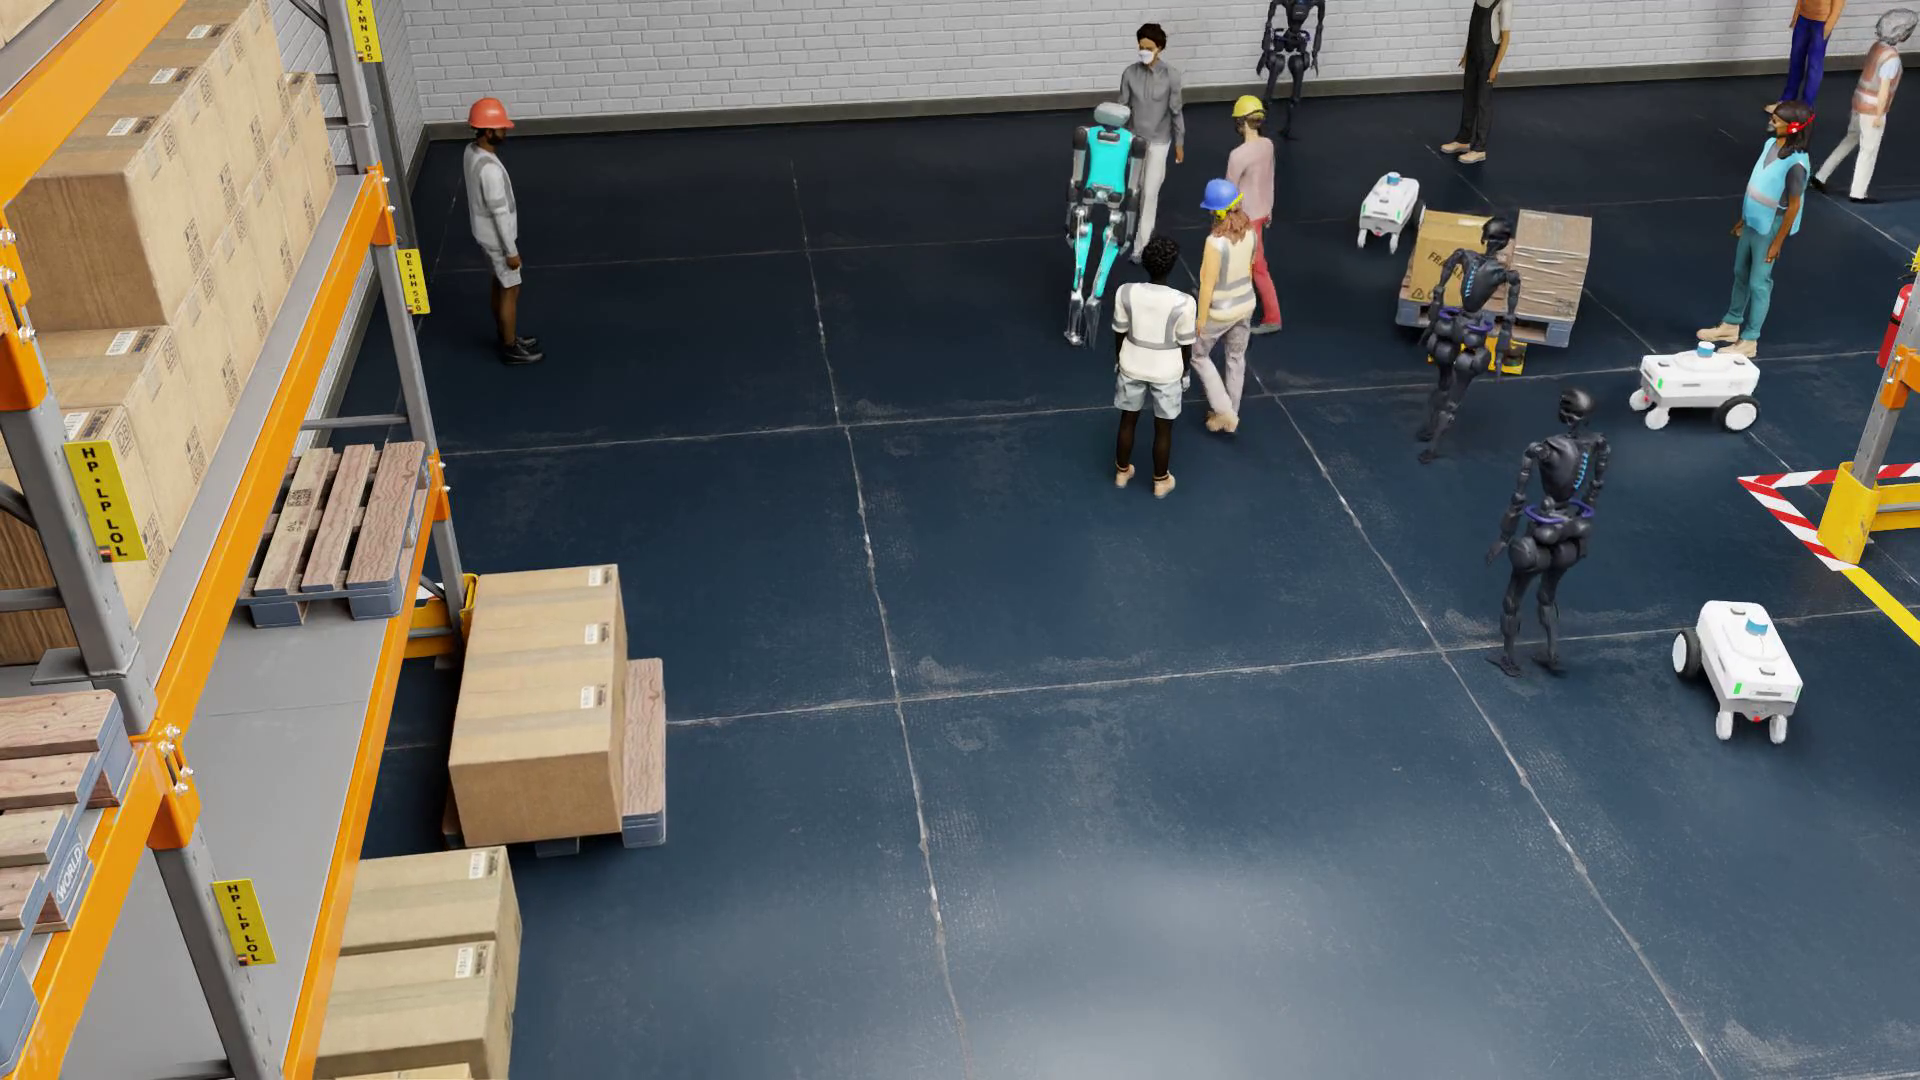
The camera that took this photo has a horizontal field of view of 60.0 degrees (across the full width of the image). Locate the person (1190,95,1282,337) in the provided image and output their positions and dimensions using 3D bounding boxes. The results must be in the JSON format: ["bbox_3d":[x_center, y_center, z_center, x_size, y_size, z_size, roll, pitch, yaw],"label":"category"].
[{"bbox_3d":[2.106,-2.383,12.188,0.878,1.692,0.503,20,38,28],"label":"person"}]

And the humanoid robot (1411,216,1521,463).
[{"bbox_3d":[3.163,-1.261,10.508,0.608,1.637,0.396,28,42,36],"label":"humanoid robot"}]

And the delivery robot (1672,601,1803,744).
[{"bbox_3d":[4.057,0.639,8.608,0.499,0.590,0.789,3,33,5],"label":"delivery robot"}]

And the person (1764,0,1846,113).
[{"bbox_3d":[8.244,-5.048,16.033,0.408,1.976,0.515,-10,35,-15],"label":"person"}]

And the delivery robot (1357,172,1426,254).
[{"bbox_3d":[3.564,-2.758,13.809,0.499,0.585,0.785,15,36,21],"label":"delivery robot"}]

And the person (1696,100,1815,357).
[{"bbox_3d":[5.670,-2.178,11.729,0.382,1.865,0.527,-2,33,-3],"label":"person"}]

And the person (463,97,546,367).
[{"bbox_3d":[-3.198,-2.138,11.617,0.390,1.927,0.548,-16,37,-23],"label":"person"}]

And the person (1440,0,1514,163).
[{"bbox_3d":[4.732,-4.358,15.088,0.328,1.843,0.512,-10,35,-16],"label":"person"}]

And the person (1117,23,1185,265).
[{"bbox_3d":[1.436,-3.132,13.190,0.576,1.857,0.918,16,36,23],"label":"person"}]

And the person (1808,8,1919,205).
[{"bbox_3d":[7.791,-3.719,14.262,0.542,1.680,0.458,1,33,1],"label":"person"}]

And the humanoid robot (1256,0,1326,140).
[{"bbox_3d":[3.073,-4.573,15.580,0.587,1.646,0.410,0,33,0],"label":"humanoid robot"}]

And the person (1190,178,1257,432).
[{"bbox_3d":[1.698,-1.492,10.771,0.511,1.750,0.387,-21,39,-29],"label":"person"}]

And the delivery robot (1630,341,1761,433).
[{"bbox_3d":[4.977,-1.044,11.198,0.794,0.603,0.499,-2,33,-2],"label":"delivery robot"}]

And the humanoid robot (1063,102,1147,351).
[{"bbox_3d":[0.962,-2.094,11.813,0.545,1.874,0.768,10,34,14],"label":"humanoid robot"}]

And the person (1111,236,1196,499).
[{"bbox_3d":[1.169,-1.042,10.150,0.531,1.692,0.318,15,36,21],"label":"person"}]

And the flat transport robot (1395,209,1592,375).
[{"bbox_3d":[3.898,-1.651,12.382,0.659,0.231,1.431,11,35,16],"label":"flat transport robot"}]

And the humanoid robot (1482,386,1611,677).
[{"bbox_3d":[3.053,-0.007,8.591,0.592,1.651,0.424,-12,35,-17],"label":"humanoid robot"}]
